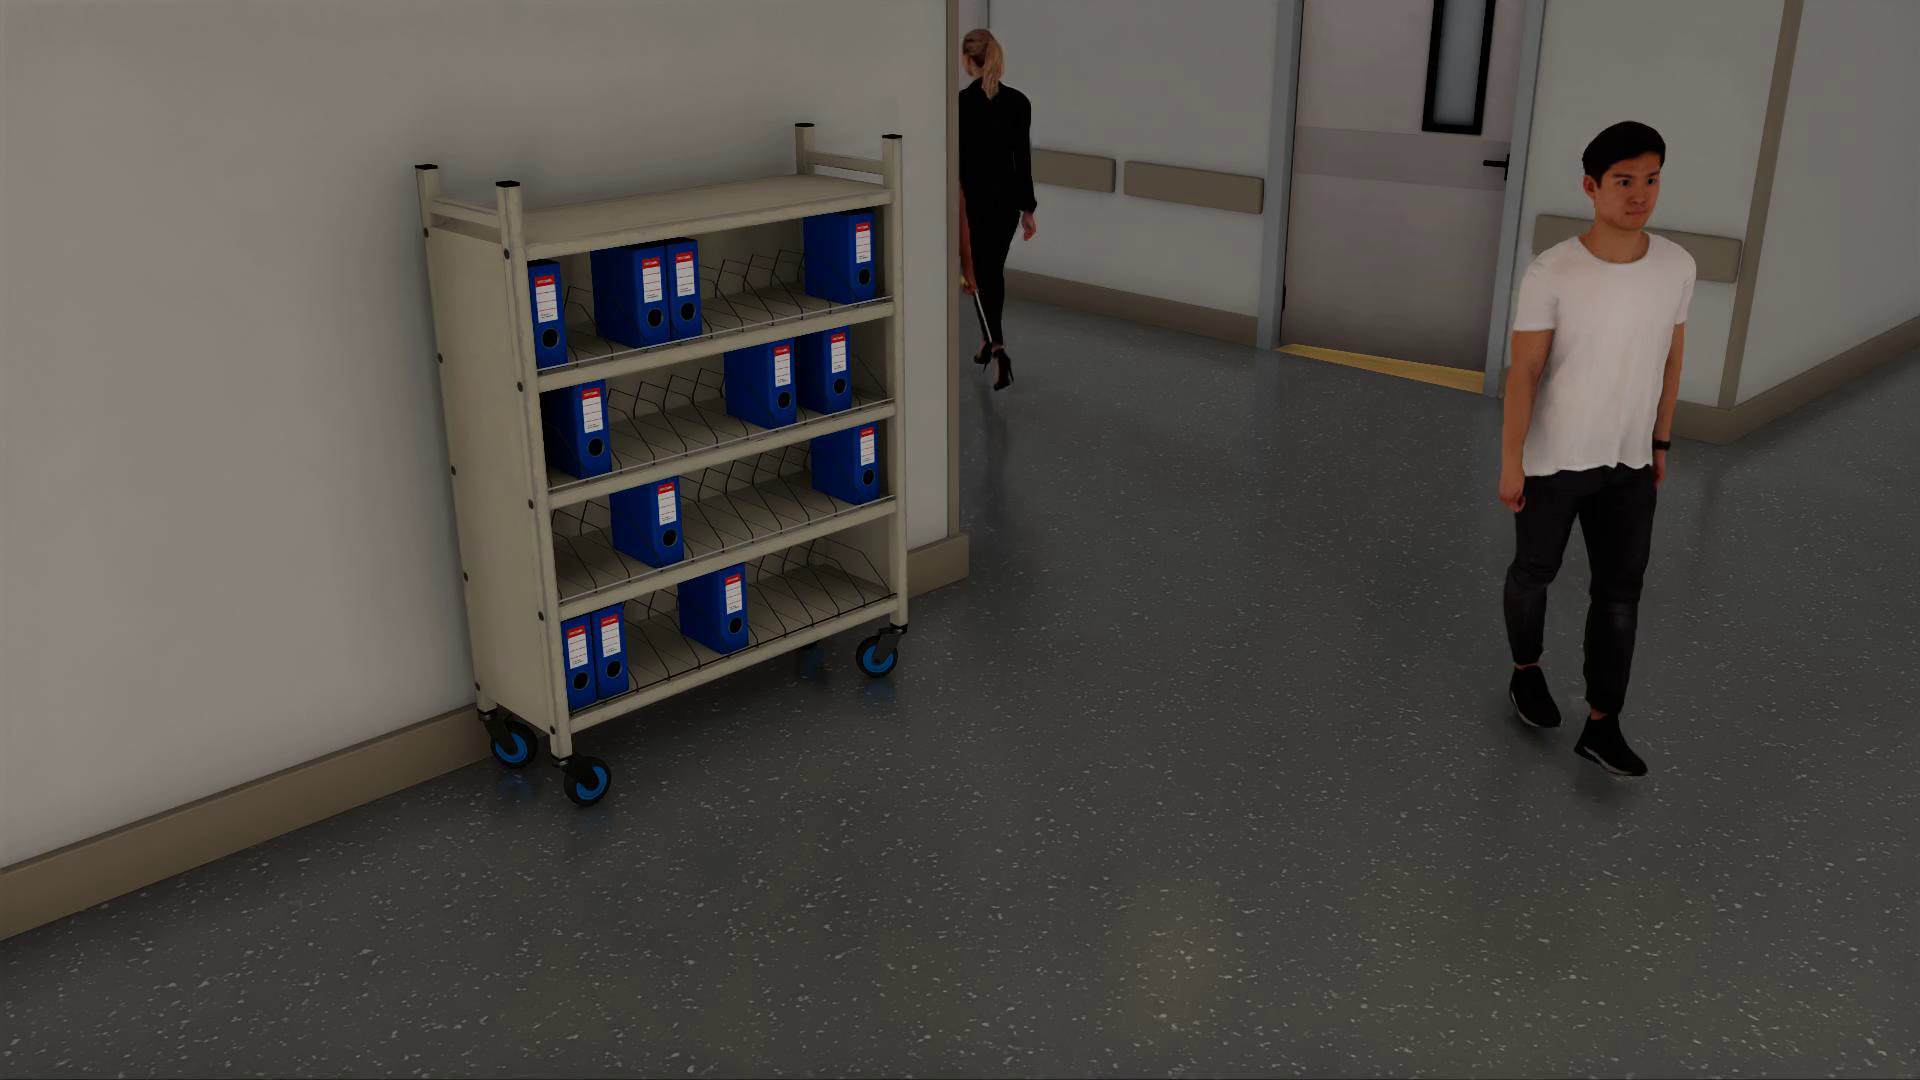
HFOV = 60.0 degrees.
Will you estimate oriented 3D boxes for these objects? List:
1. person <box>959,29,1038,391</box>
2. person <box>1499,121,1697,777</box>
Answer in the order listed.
[{"bbox_3d":[0.145,-1.501,7.870,1.116,1.661,1.035,-6,22,-15],"label":"person"},{"bbox_3d":[1.677,-0.274,4.529,0.967,1.701,1.022,0,21,-1],"label":"person"}]
